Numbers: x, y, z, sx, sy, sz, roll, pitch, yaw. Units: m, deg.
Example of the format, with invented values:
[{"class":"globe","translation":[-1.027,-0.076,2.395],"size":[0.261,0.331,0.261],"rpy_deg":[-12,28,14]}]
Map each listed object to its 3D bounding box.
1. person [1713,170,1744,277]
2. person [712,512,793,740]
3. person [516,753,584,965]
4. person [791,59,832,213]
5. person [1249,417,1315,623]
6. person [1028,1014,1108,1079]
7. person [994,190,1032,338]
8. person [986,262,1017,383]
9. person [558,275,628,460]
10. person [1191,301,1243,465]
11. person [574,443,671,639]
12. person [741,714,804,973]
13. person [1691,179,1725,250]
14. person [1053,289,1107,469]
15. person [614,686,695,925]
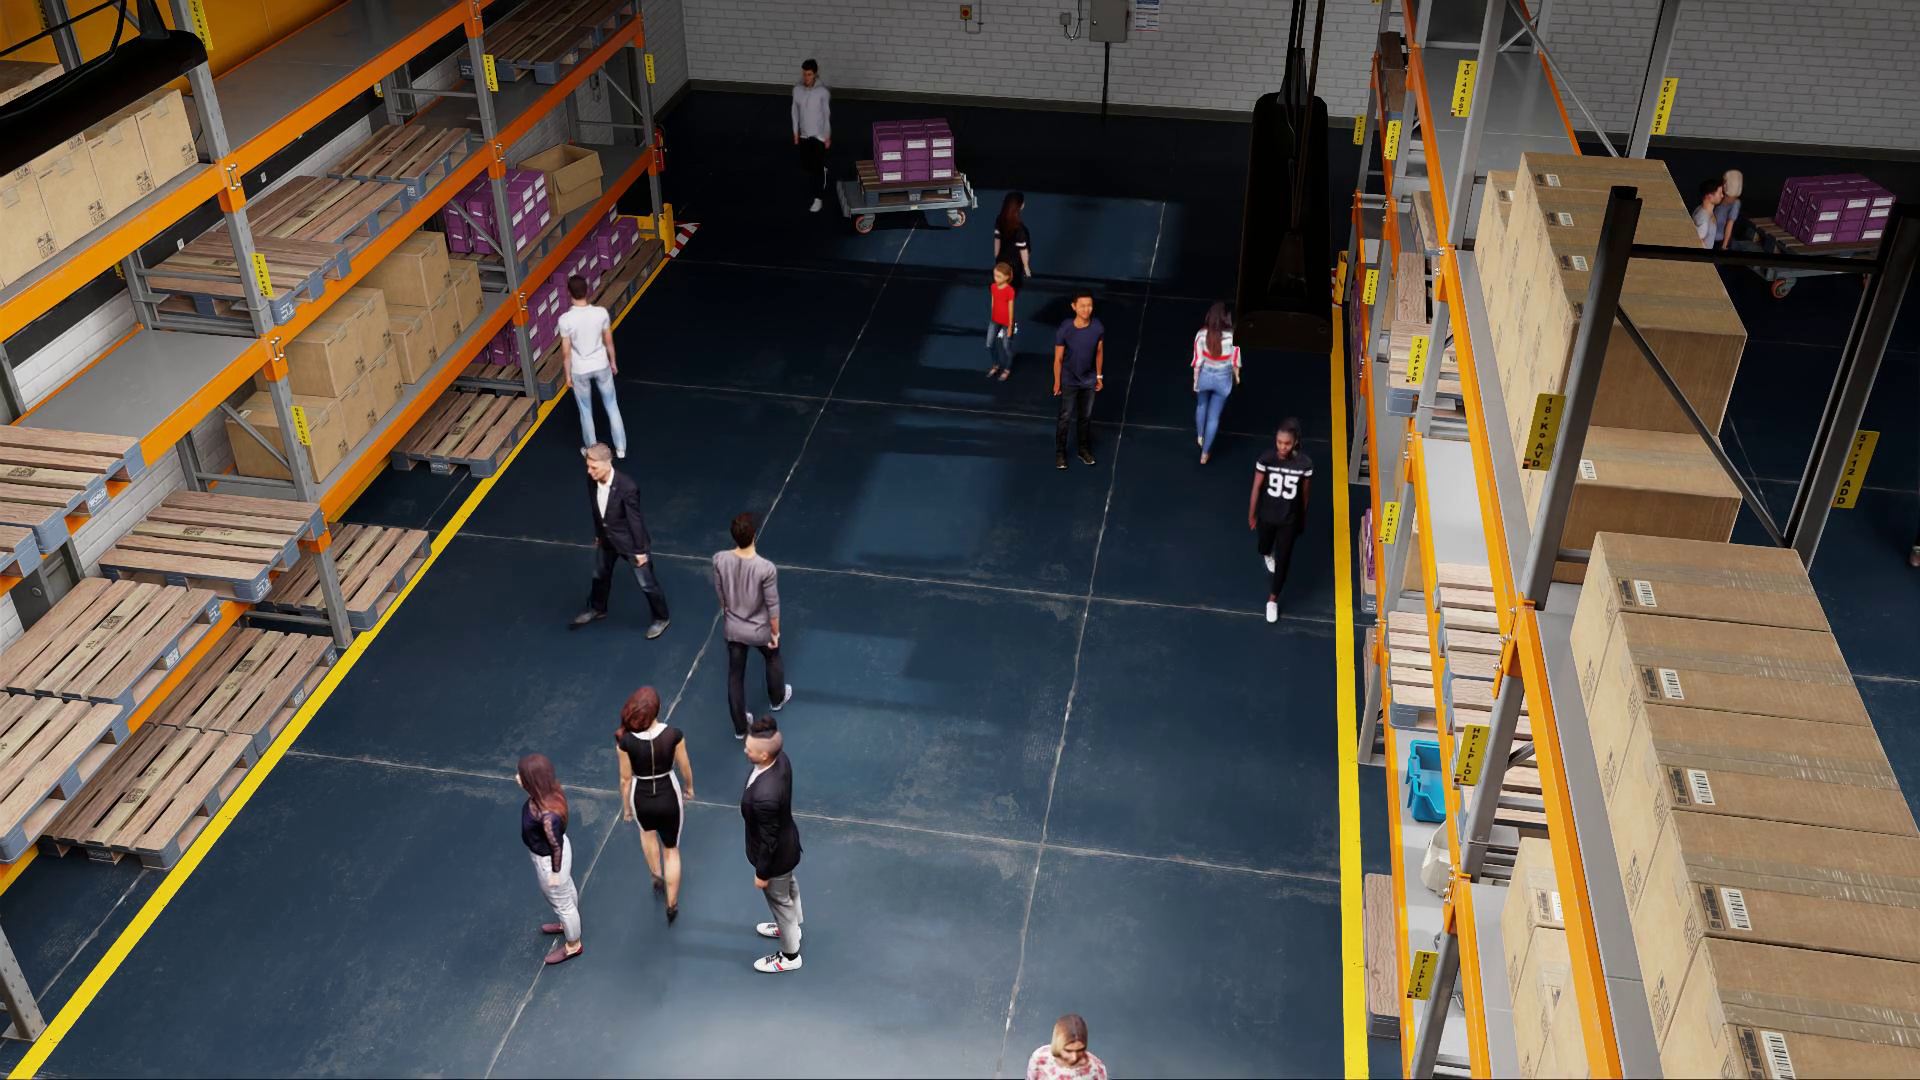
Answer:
[{"class":"person","translation":[8.204,-3.173,17.961],"size":[0.677,1.719,0.516],"rpy_deg":[-1,34,-1]},{"class":"person","translation":[-1.567,0.670,12.079],"size":[0.714,1.830,0.873],"rpy_deg":[6,34,9]},{"class":"person","translation":[-2.555,1.964,10.333],"size":[0.736,1.608,0.604],"rpy_deg":[-8,34,-12]},{"class":"person","translation":[-1.772,-5.056,20.630],"size":[0.771,1.901,1.004],"rpy_deg":[11,35,16]},{"class":"person","translation":[2.602,-0.234,13.547],"size":[0.651,1.711,1.035],"rpy_deg":[6,34,9]},{"class":"person","translation":[0.555,3.007,8.775],"size":[0.601,1.596,1.009],"rpy_deg":[5,34,7]},{"class":"person","translation":[0.467,-2.893,17.625],"size":[0.774,1.626,0.703],"rpy_deg":[-18,38,-25]},{"class":"person","translation":[0.483,-2.241,16.936],"size":[0.560,1.301,0.609],"rpy_deg":[22,40,30]},{"class":"person","translation":[-3.423,-1.578,15.442],"size":[0.750,1.852,0.785],"rpy_deg":[-17,37,-24]},{"class":"person","translation":[2.350,-1.441,15.469],"size":[0.676,1.593,0.823],"rpy_deg":[11,35,17]},{"class":"person","translation":[-2.683,-0.017,13.153],"size":[0.952,1.786,0.910],"rpy_deg":[18,38,25]},{"class":"person","translation":[-1.135,1.844,10.196],"size":[0.802,1.959,0.597],"rpy_deg":[0,34,0]},{"class":"person","translation":[7.655,-2.906,17.439],"size":[0.776,1.853,0.565],"rpy_deg":[12,36,18]},{"class":"person","translation":[1.091,-1.509,15.387],"size":[0.712,1.797,0.682],"rpy_deg":[-8,35,-13]},{"class":"person","translation":[-1.912,1.737,10.519],"size":[0.732,1.780,0.808],"rpy_deg":[-6,34,-9]}]
